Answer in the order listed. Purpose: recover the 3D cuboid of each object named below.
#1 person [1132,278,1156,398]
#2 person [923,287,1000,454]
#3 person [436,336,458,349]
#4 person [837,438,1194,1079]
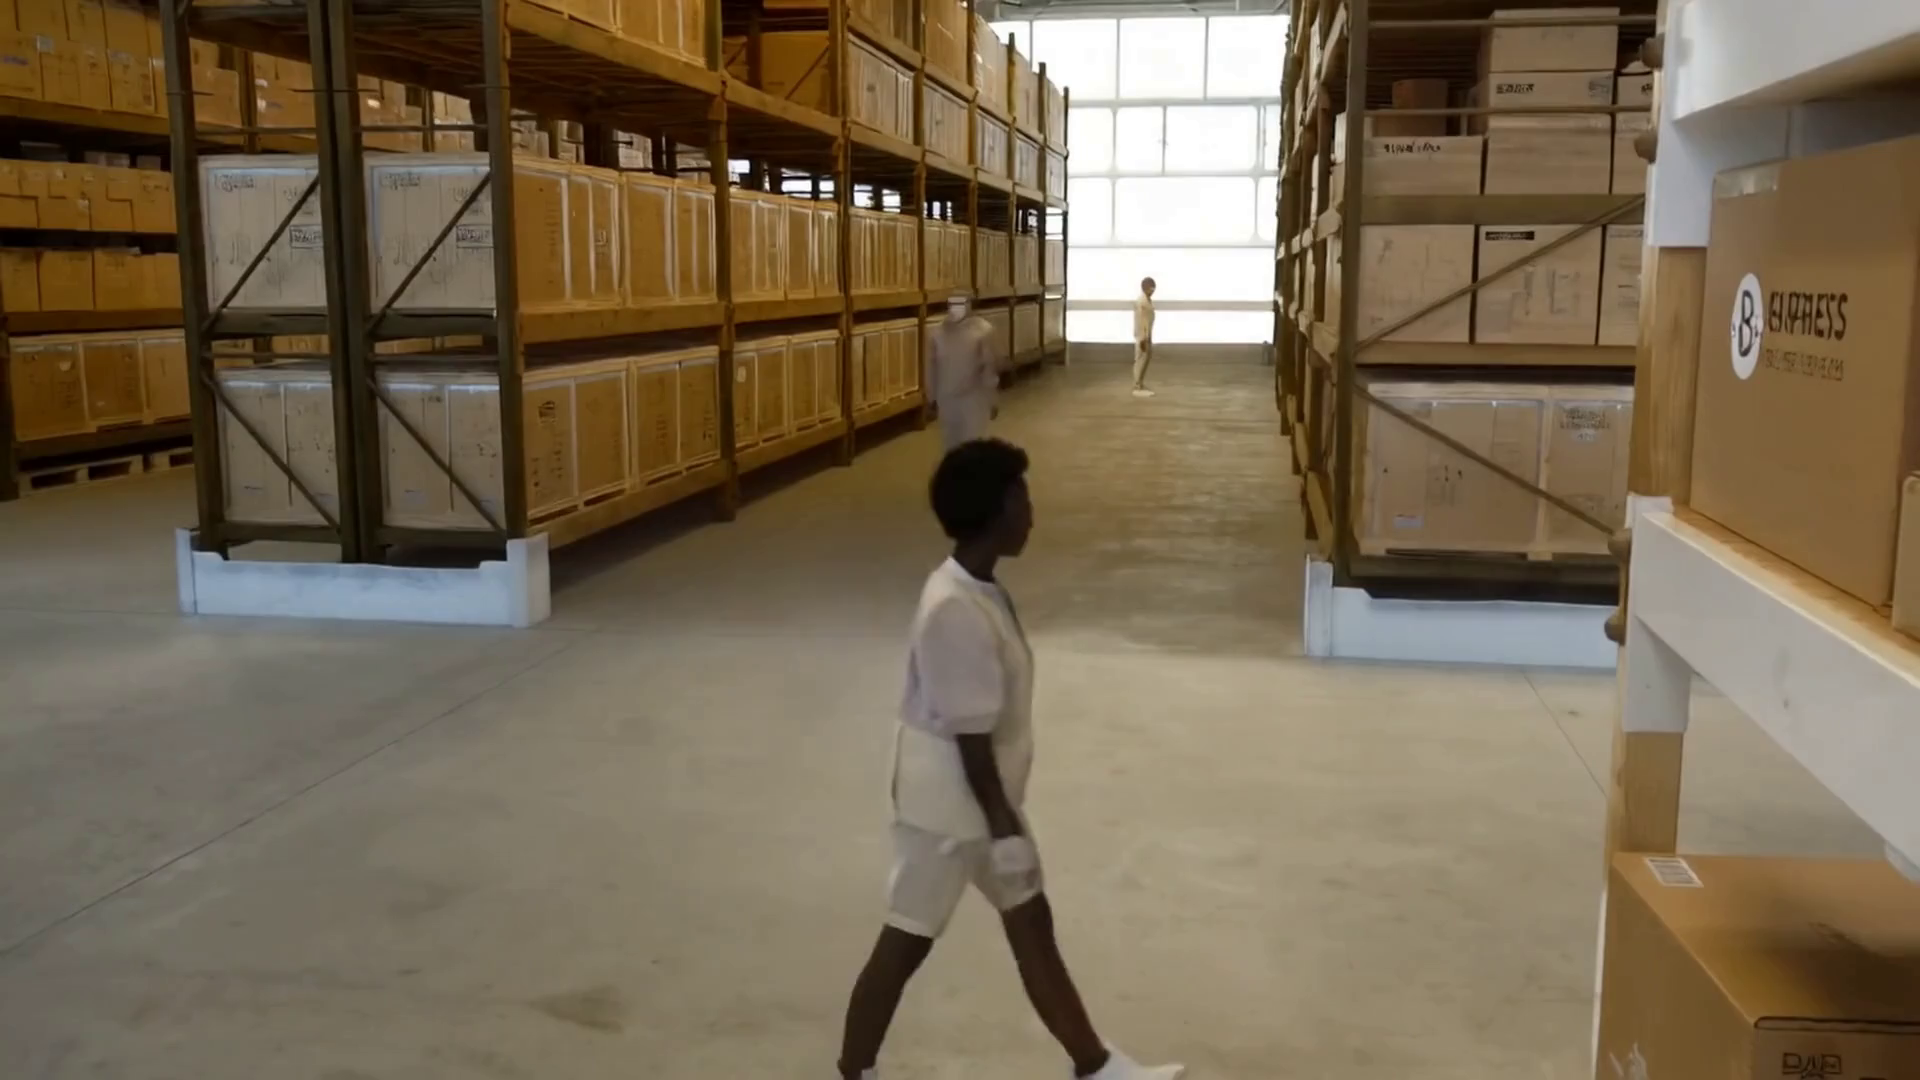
[{"bbox_3d":[2.975,-3.256,26.845,0.369,1.930,0.627,3,10,19],"label":"person"},{"bbox_3d":[-0.006,-1.216,14.291,0.670,1.889,0.447,3,10,20],"label":"person"},{"bbox_3d":[-6.663,-2.316,21.578,0.325,1.740,0.492,-6,11,-32],"label":"person"},{"bbox_3d":[0.091,0.595,3.775,0.886,1.643,0.546,2,9,10],"label":"person"}]
